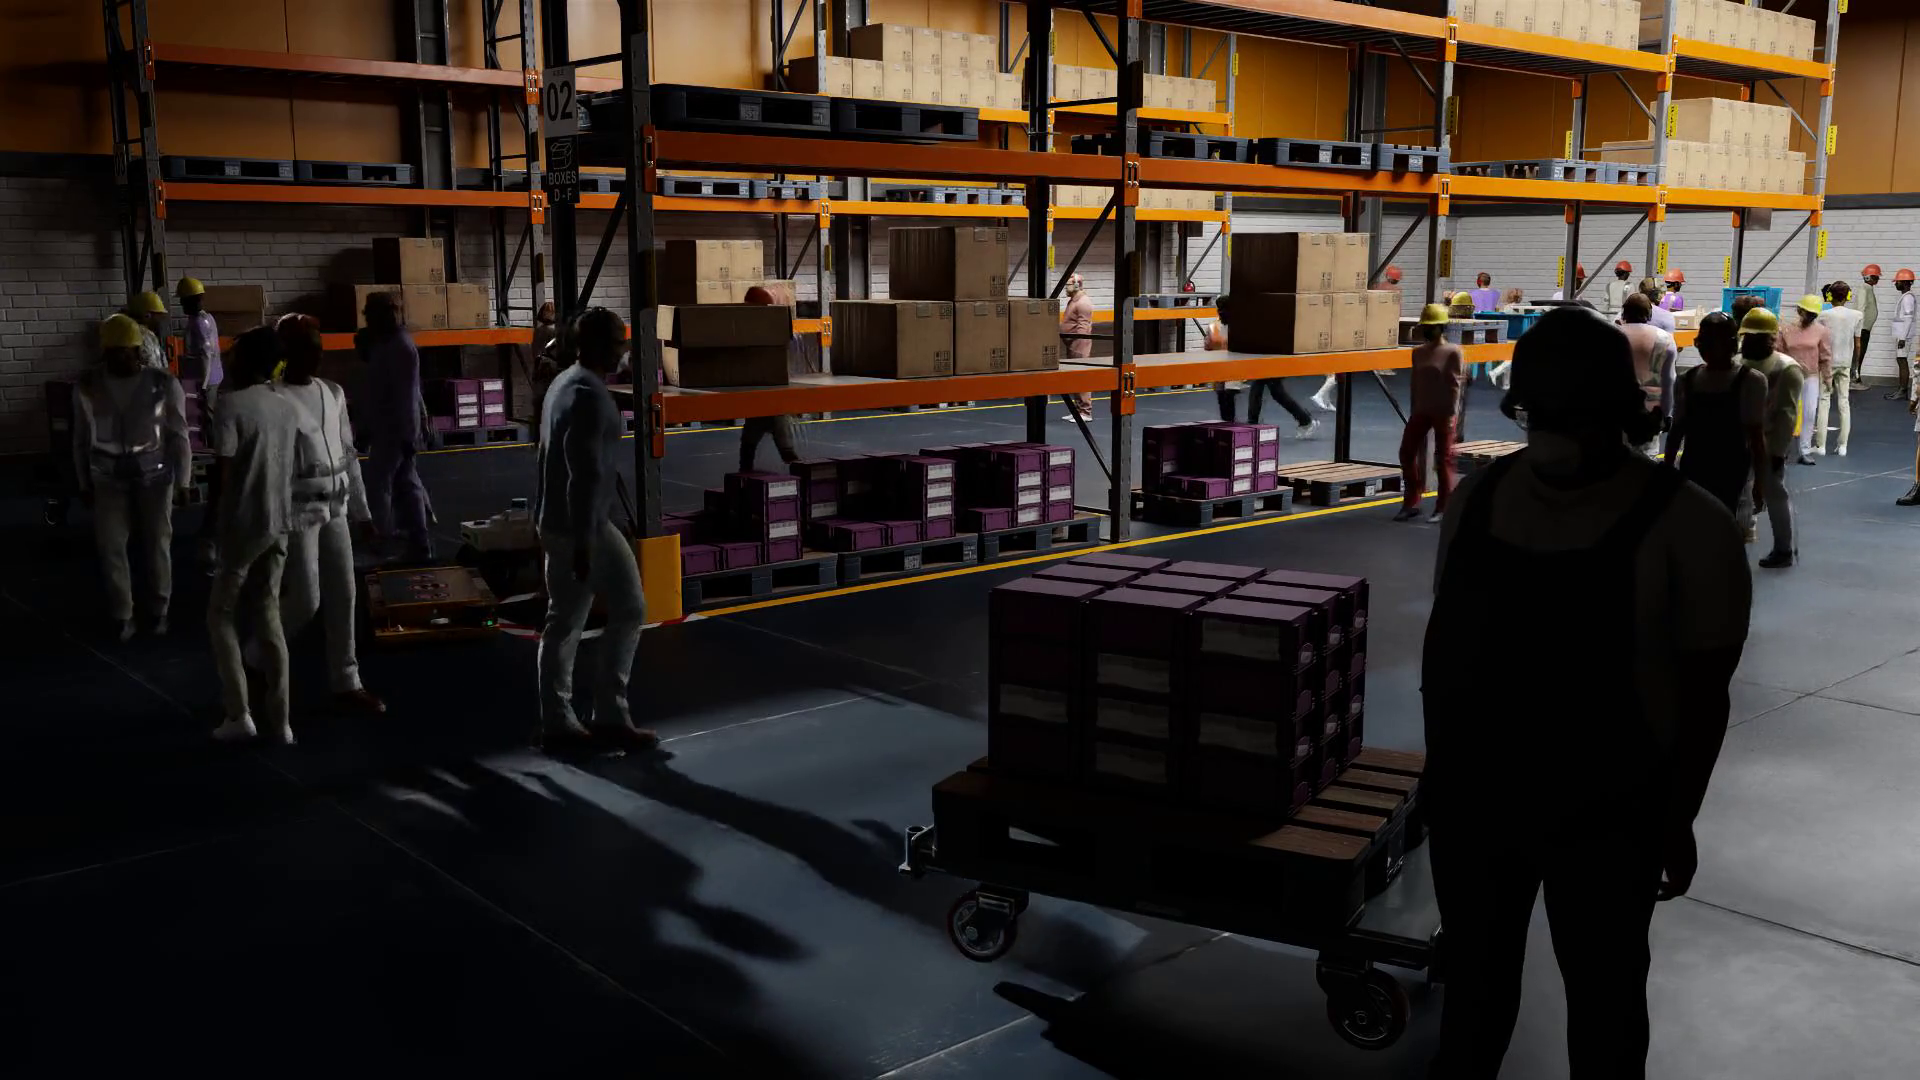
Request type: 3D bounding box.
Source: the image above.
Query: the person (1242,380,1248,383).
[{"bbox_3d":[4.955,-3.597,27.992,0.643,1.908,0.399,1,10,6],"label":"person"}]

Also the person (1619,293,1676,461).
[{"bbox_3d":[5.237,-1.001,12.986,0.634,1.840,0.429,4,11,23],"label":"person"}]

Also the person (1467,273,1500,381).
[{"bbox_3d":[8.867,-3.608,28.237,0.575,1.841,0.375,-1,10,-4],"label":"person"}]

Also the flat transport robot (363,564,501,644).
[{"bbox_3d":[-3.096,0.348,9.674,0.652,0.197,1.431,-4,10,-22],"label":"flat transport robot"}]

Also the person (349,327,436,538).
[{"bbox_3d":[-4.291,-0.808,12.549,0.348,1.605,0.580,9,14,44],"label":"person"}]

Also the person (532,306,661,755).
[{"bbox_3d":[-1.560,-0.033,7.111,0.638,1.908,0.642,-5,11,-28],"label":"person"}]

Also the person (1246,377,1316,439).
[{"bbox_3d":[3.684,-2.106,19.361,0.946,1.884,0.599,2,10,14],"label":"person"}]

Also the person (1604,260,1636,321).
[{"bbox_3d":[11.427,-3.802,28.781,0.366,2.047,0.607,-6,12,-33],"label":"person"}]

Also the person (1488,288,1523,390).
[{"bbox_3d":[8.641,-3.170,26.308,0.462,1.619,0.542,0,10,1],"label":"person"}]

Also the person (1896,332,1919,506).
[{"bbox_3d":[8.253,-1.217,13.988,0.365,1.932,0.543,-6,11,-30],"label":"person"}]

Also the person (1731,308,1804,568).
[{"bbox_3d":[5.352,-0.666,11.195,0.924,1.786,0.611,-5,11,-27],"label":"person"}]

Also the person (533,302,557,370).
[{"bbox_3d":[-4.489,-1.789,18.234,0.498,1.629,0.276,9,13,42],"label":"person"}]

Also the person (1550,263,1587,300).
[{"bbox_3d":[7.516,-2.395,20.554,0.375,2.043,0.610,-2,10,-14],"label":"person"}]

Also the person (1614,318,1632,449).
[{"bbox_3d":[5.383,-0.986,13.487,0.306,1.640,0.522,-1,10,-7],"label":"person"}]

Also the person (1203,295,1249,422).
[{"bbox_3d":[2.973,-1.918,18.805,0.563,1.671,0.634,7,12,34],"label":"person"}]

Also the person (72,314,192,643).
[{"bbox_3d":[-4.560,-0.332,9.158,0.613,1.803,0.660,-3,10,-17],"label":"person"}]

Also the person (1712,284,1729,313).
[{"bbox_3d":[10.743,-2.695,23.193,0.559,1.747,0.510,3,10,18],"label":"person"}]

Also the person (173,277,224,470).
[{"bbox_3d":[-7.221,-1.529,15.833,0.383,1.924,0.589,-4,10,-21],"label":"person"}]

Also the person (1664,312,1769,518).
[{"bbox_3d":[4.082,-0.325,9.069,0.462,1.822,0.542,-8,13,-39],"label":"person"}]

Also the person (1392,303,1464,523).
[{"bbox_3d":[3.717,-0.986,13.170,0.570,1.751,0.534,-8,12,-38],"label":"person"}]

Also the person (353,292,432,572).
[{"bbox_3d":[-3.958,-0.732,11.293,0.684,1.882,0.700,-4,10,-21],"label":"person"}]

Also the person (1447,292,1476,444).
[{"bbox_3d":[5.336,-1.783,17.856,0.312,1.741,0.487,-5,11,-26],"label":"person"}]

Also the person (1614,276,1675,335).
[{"bbox_3d":[6.453,-1.518,15.734,0.362,1.935,0.631,-6,12,-33],"label":"person"}]

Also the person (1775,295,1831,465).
[{"bbox_3d":[8.611,-1.645,17.101,0.597,1.718,0.592,6,11,30],"label":"person"}]

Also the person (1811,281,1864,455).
[{"bbox_3d":[9.334,-1.830,17.777,0.520,1.865,0.328,1,10,5],"label":"person"}]

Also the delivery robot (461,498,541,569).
[{"bbox_3d":[-2.843,-0.027,10.768,0.707,0.478,0.477,-6,11,-31],"label":"delivery robot"}]

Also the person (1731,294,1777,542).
[{"bbox_3d":[5.850,-0.906,12.432,0.429,1.839,0.633,4,10,22],"label":"person"}]

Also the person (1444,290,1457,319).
[{"bbox_3d":[6.959,-2.724,23.648,0.514,1.645,0.307,-8,13,-40],"label":"person"}]

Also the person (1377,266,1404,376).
[{"bbox_3d":[7.572,-3.886,29.606,0.410,1.943,0.712,-4,10,-21],"label":"person"}]

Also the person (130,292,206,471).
[{"bbox_3d":[-7.261,-1.342,15.107,0.868,1.788,0.616,-4,11,-23],"label":"person"}]

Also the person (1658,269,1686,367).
[{"bbox_3d":[10.088,-2.869,23.640,0.354,1.939,0.545,-3,10,-17],"label":"person"}]

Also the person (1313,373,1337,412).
[{"bbox_3d":[5.065,-2.539,22.615,0.373,1.619,0.524,0,10,2],"label":"person"}]

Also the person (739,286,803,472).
[{"bbox_3d":[-1.497,-1.072,13.269,0.974,1.899,0.563,-6,11,-31],"label":"person"}]

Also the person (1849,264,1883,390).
[{"bbox_3d":[14.438,-3.390,26.526,0.396,1.990,0.622,7,12,35],"label":"person"}]

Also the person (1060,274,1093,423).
[{"bbox_3d":[1.478,-2.460,21.369,0.397,1.901,0.646,-2,10,-10],"label":"person"}]

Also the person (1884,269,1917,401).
[{"bbox_3d":[13.871,-3.020,24.523,0.375,1.935,0.551,5,11,27],"label":"person"}]

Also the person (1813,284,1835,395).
[{"bbox_3d":[13.282,-3.073,25.537,0.540,1.696,0.315,2,10,10],"label":"person"}]

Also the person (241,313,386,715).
[{"bbox_3d":[-3.013,-0.108,7.672,0.633,1.868,0.595,4,10,21],"label":"person"}]

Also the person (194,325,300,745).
[{"bbox_3d":[-3.083,-0.005,7.223,0.425,1.827,0.631,4,11,23],"label":"person"}]
